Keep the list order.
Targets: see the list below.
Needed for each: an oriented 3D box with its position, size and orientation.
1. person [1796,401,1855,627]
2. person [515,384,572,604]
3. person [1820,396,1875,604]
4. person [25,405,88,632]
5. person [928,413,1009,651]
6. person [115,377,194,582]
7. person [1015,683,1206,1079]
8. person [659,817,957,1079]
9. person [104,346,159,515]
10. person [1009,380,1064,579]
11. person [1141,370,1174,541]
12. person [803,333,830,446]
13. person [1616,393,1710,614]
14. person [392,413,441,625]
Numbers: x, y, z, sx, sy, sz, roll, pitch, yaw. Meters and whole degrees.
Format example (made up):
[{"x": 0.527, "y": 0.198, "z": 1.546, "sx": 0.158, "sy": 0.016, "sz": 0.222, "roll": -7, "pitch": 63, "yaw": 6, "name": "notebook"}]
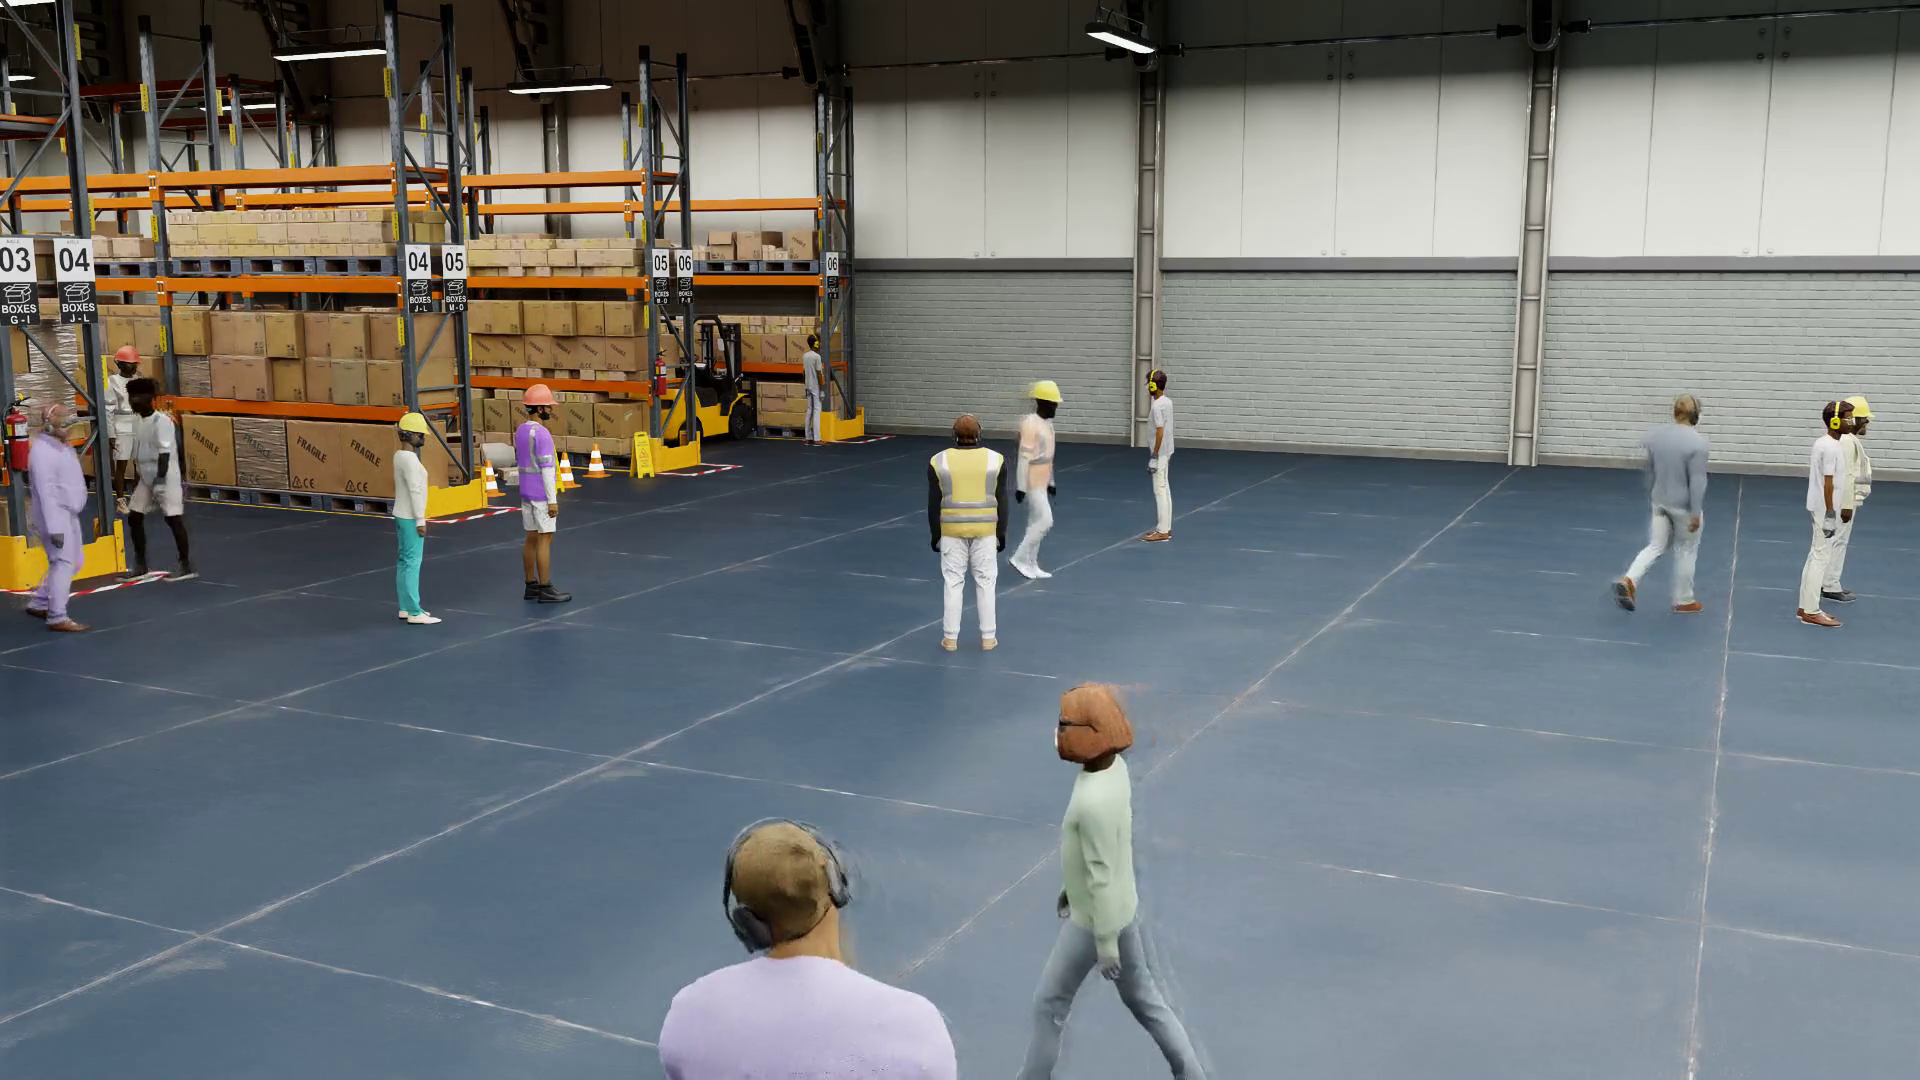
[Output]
[{"x": 7.203, "y": -0.224, "z": 13.811, "sx": 0.310, "sy": 1.869, "sz": 0.532, "roll": 3, "pitch": 10, "yaw": 20, "name": "person"}, {"x": -3.706, "y": -0.407, "z": 14.722, "sx": 0.358, "sy": 1.937, "sz": 0.548, "roll": -8, "pitch": 12, "yaw": -40, "name": "person"}, {"x": 7.855, "y": -0.362, "z": 14.770, "sx": 0.404, "sy": 1.829, "sz": 0.600, "roll": 3, "pitch": 10, "yaw": 19, "name": "person"}, {"x": -7.334, "y": -0.160, "z": 13.437, "sx": 0.538, "sy": 1.870, "sz": 0.688, "roll": -3, "pitch": 10, "yaw": -15, "name": "person"}, {"x": 0.061, "y": -0.057, "z": 12.869, "sx": 0.627, "sy": 1.846, "sz": 0.429, "roll": 0, "pitch": 9, "yaw": -3, "name": "person"}, {"x": -7.604, "y": -0.542, "z": 15.563, "sx": 0.635, "sy": 1.937, "sz": 0.780, "roll": 6, "pitch": 11, "yaw": 32, "name": "person"}, {"x": 0.485, "y": 1.255, "z": 5.604, "sx": 0.866, "sy": 1.589, "sz": 0.505, "roll": 2, "pitch": 10, "yaw": 14, "name": "person"}, {"x": -0.225, "y": 1.501, "z": 3.190, "sx": 0.775, "sy": 1.903, "sz": 0.373, "roll": 5, "pitch": 11, "yaw": 30, "name": "person"}, {"x": -9.953, "y": -1.311, "z": 19.982, "sx": 0.403, "sy": 2.035, "sz": 0.606, "roll": 5, "pitch": 10, "yaw": 27, "name": "person"}, {"x": 0.755, "y": -0.561, "z": 15.747, "sx": 0.461, "sy": 1.907, "sz": 0.601, "roll": 3, "pitch": 10, "yaw": 18, "name": "person"}, {"x": 2.146, "y": -0.909, "z": 18.035, "sx": 0.333, "sy": 1.864, "sz": 0.515, "roll": 3, "pitch": 10, "yaw": 20, "name": "person"}, {"x": -2.423, "y": -2.502, "z": 27.806, "sx": 0.328, "sy": 1.862, "sz": 0.513, "roll": -8, "pitch": 12, "yaw": -40, "name": "person"}, {"x": 6.004, "y": -0.291, "z": 14.085, "sx": 0.807, "sy": 1.919, "sz": 0.628, "roll": -5, "pitch": 10, "yaw": -26, "name": "person"}, {"x": -4.552, "y": -0.178, "z": 13.872, "sx": 0.327, "sy": 1.760, "sz": 0.523, "roll": -6, "pitch": 11, "yaw": -31, "name": "person"}]
